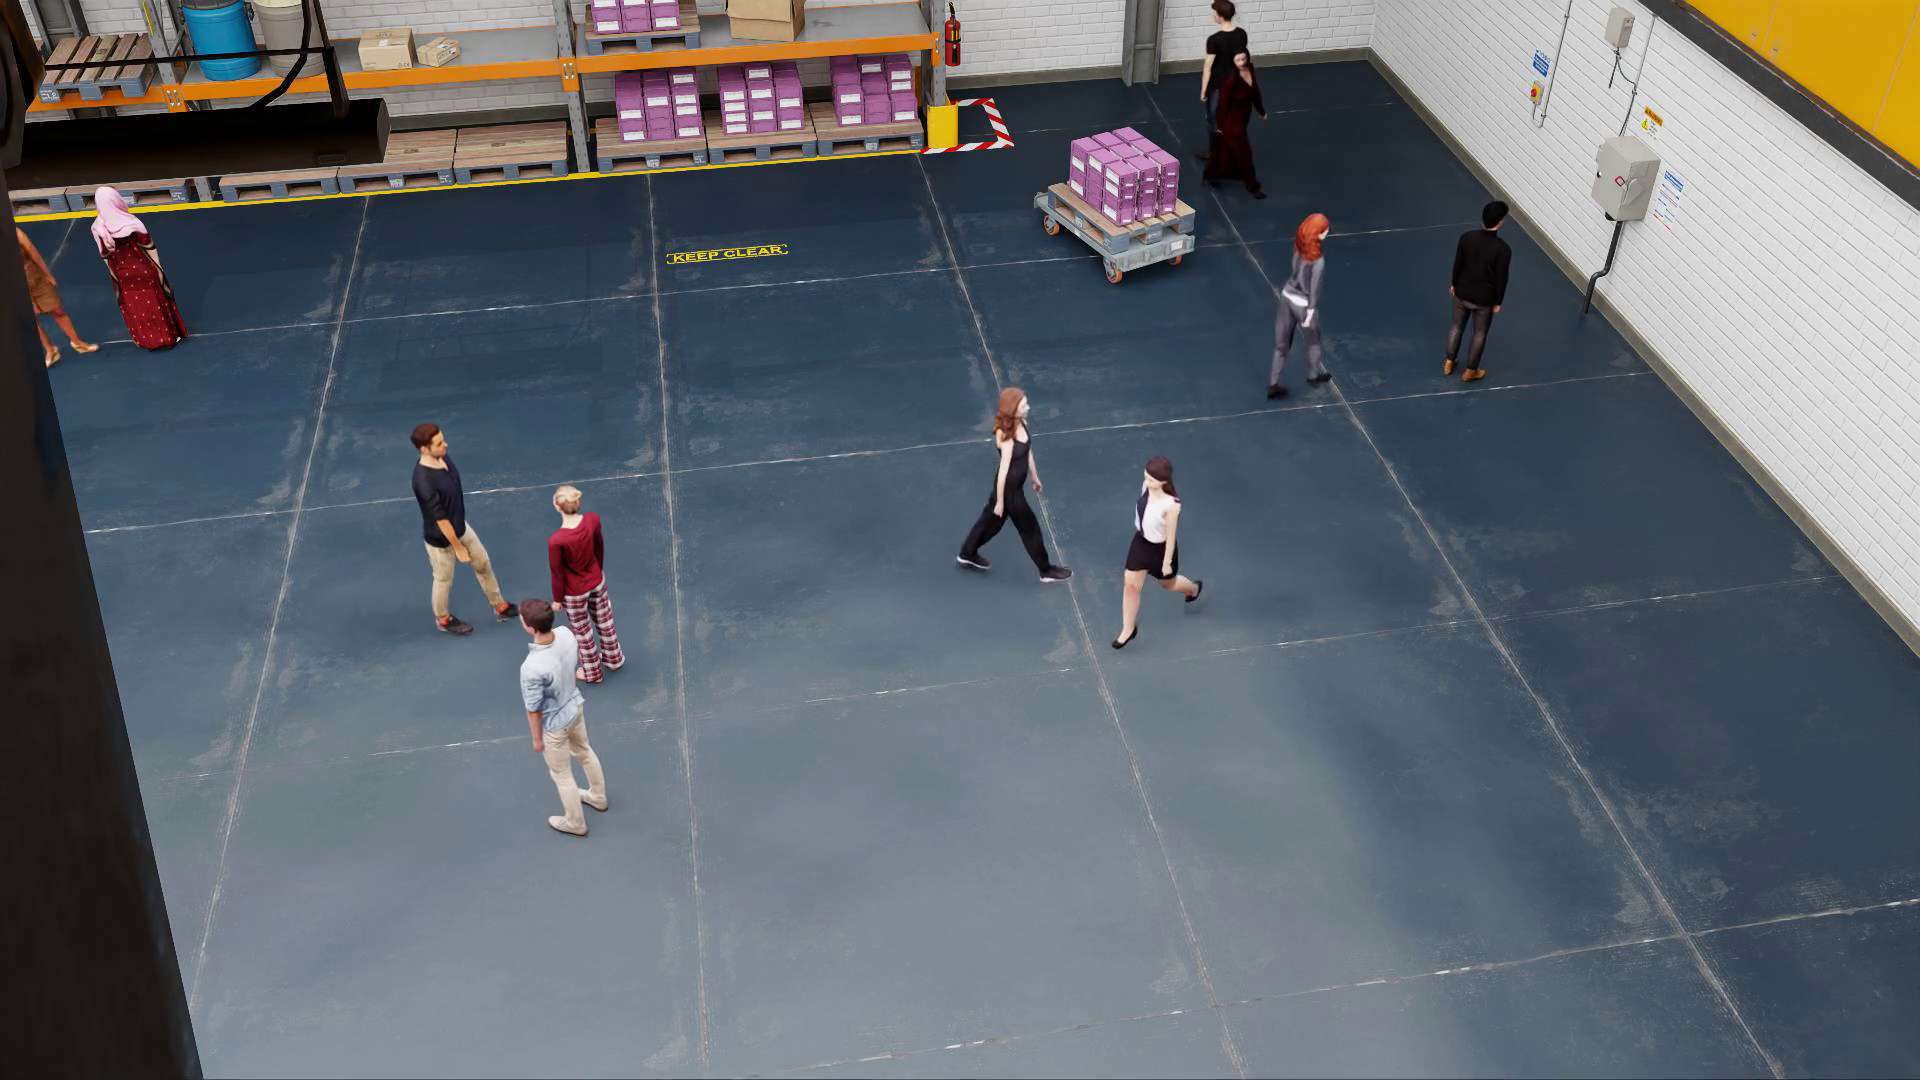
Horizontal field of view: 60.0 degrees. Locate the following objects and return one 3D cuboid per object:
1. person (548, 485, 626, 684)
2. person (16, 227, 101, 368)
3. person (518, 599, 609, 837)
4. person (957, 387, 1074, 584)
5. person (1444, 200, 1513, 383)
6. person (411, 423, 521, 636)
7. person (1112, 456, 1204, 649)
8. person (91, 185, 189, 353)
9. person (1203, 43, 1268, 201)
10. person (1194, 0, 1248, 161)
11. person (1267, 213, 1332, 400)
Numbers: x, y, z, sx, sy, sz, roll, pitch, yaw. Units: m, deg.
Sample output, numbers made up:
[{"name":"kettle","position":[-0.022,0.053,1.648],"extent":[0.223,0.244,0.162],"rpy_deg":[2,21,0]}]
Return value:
[{"name":"person","position":[-2.632,0.297,11.582],"extent":[0.737,1.696,0.660],"rpy_deg":[26,46,29]},{"name":"person","position":[-8.279,-2.278,14.838],"extent":[0.549,1.656,0.851],"rpy_deg":[-21,43,-24]},{"name":"person","position":[-2.509,1.111,10.440],"extent":[0.721,1.848,0.718],"rpy_deg":[13,40,15]},{"name":"person","position":[0.291,-0.406,12.462],"extent":[1.220,1.696,0.906],"rpy_deg":[8,39,10]},{"name":"person","position":[4.560,-2.201,14.686],"extent":[0.732,1.725,0.774],"rpy_deg":[27,46,30]},{"name":"person","position":[-3.755,-0.043,11.900],"extent":[1.009,1.829,0.803],"rpy_deg":[4,39,5]},{"name":"person","position":[1.477,0.062,11.939],"extent":[1.143,1.617,0.879],"rpy_deg":[-25,45,-28]},{"name":"person","position":[-7.487,-2.459,15.079],"extent":[0.523,1.637,0.708],"rpy_deg":[-6,39,-7]},{"name":"person","position":[2.788,-4.414,17.481],"extent":[1.171,1.695,1.069],"rpy_deg":[17,42,20]},{"name":"person","position":[2.864,-4.871,17.912],"extent":[0.829,1.871,0.928],"rpy_deg":[-9,40,-11]},{"name":"person","position":[2.868,-1.987,14.399],"extent":[0.981,1.749,0.773],"rpy_deg":[-20,43,-24]}]
